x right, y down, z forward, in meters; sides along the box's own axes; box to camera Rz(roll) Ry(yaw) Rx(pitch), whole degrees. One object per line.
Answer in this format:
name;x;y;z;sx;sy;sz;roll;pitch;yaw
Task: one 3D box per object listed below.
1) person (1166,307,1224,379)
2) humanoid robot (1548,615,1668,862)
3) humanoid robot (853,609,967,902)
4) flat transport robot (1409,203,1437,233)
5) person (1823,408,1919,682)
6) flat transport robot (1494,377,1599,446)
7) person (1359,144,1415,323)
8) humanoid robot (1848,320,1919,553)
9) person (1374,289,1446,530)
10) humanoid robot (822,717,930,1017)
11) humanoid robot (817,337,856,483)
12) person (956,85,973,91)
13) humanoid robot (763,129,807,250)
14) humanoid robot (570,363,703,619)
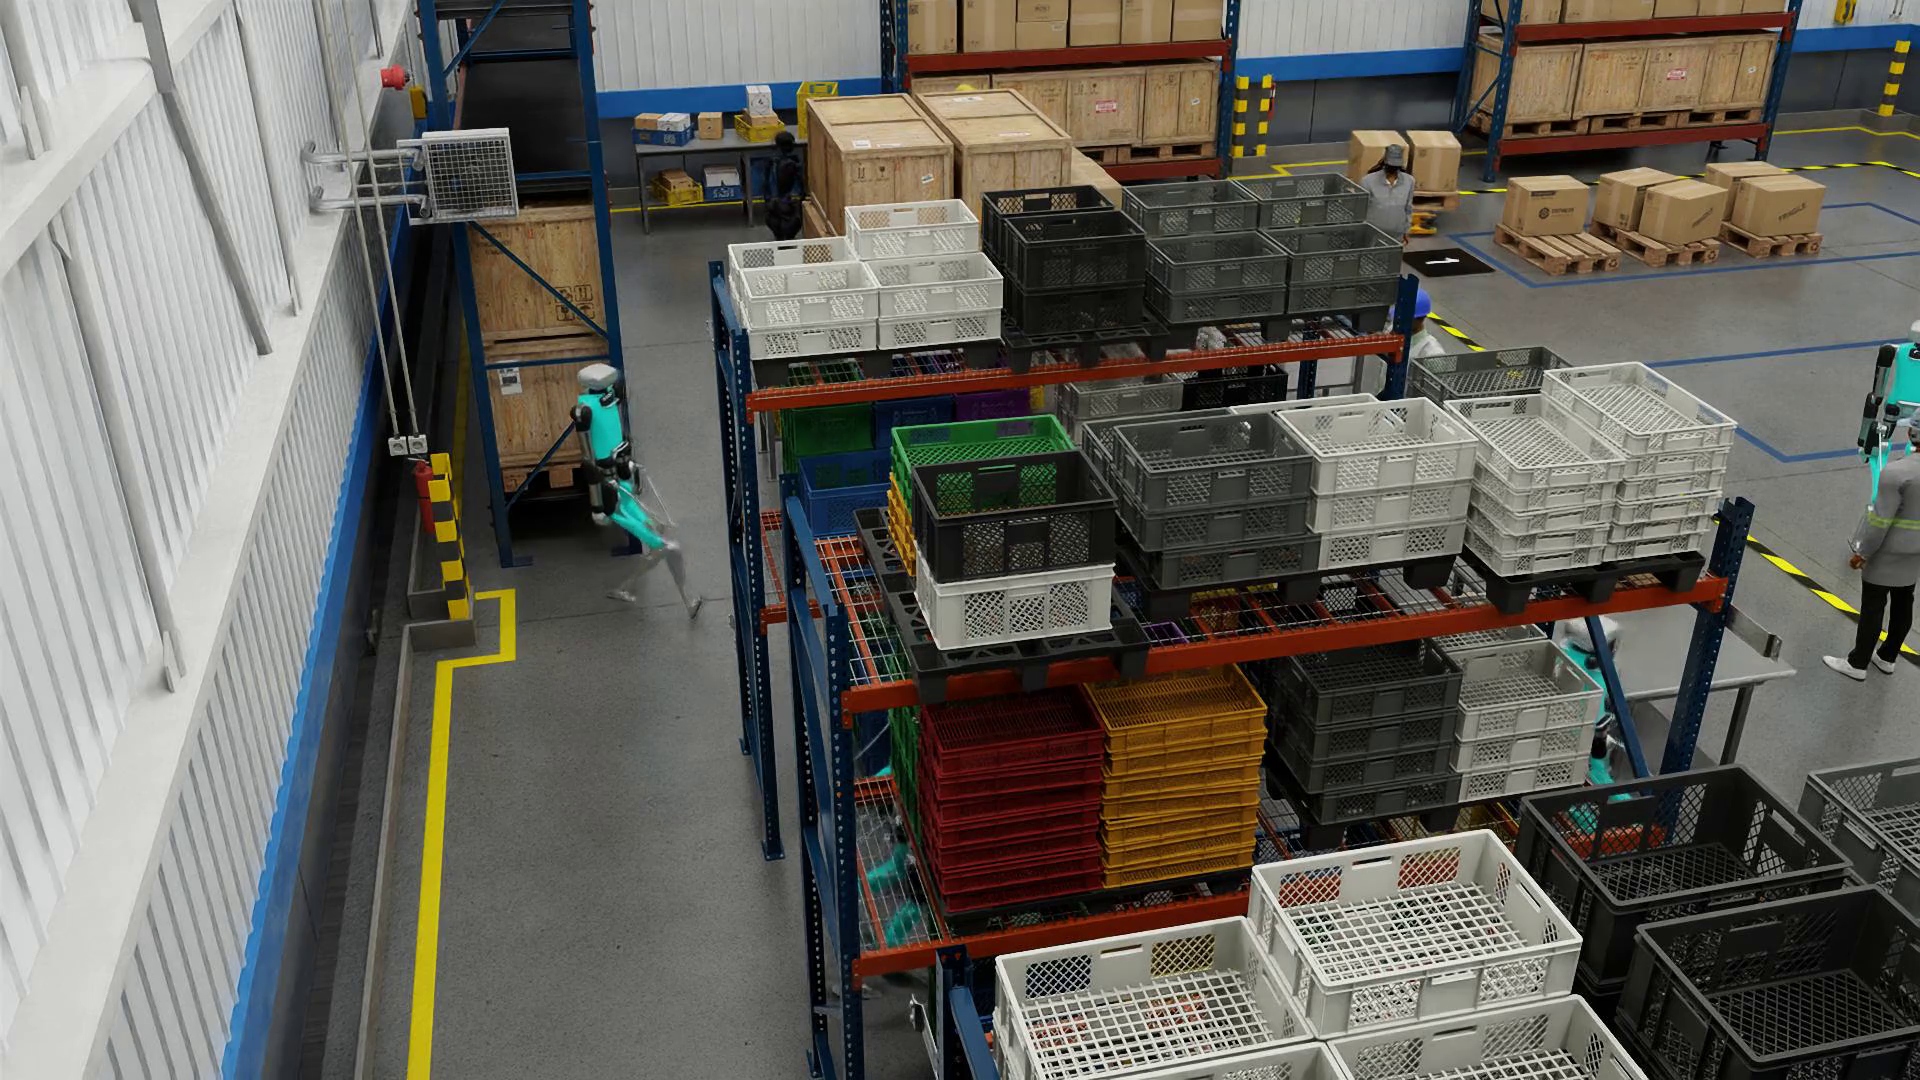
person;1.809;-1.509;13.247;0.594;1.824;1.013;-24;36;-38
humanoid robot;3.160;1.194;8.198;0.576;1.734;0.997;-24;36;-38
humanoid robot;-0.316;1.131;8.427;0.716;1.890;0.544;-6;28;-12
flat transport robot;5.056;-3.862;19.344;0.652;0.197;1.431;0;28;0
person;5.803;0.018;10.317;0.587;1.850;0.388;-8;29;-15
flat transport robot;4.780;-1.036;14.013;0.659;0.231;1.431;-6;28;-12
person;4.070;-2.962;16.061;0.563;1.763;0.403;-3;28;-6
humanoid robot;6.519;-0.636;11.535;0.533;1.677;0.735;13;30;23
person;3.169;-0.894;11.956;0.425;1.939;0.608;-10;30;-19
humanoid robot;-0.370;1.521;7.623;0.877;1.788;0.576;-7;29;-13
humanoid robot;-0.875;-0.808;12.073;0.344;1.649;0.588;-12;30;-22
person;-0.022;-4.102;18.193;0.568;1.800;0.640;-19;33;-32
humanoid robot;-1.789;-3.336;16.876;0.596;1.665;0.352;19;33;32
humanoid robot;-2.043;-0.277;11.043;0.898;1.797;0.548;8;29;15
